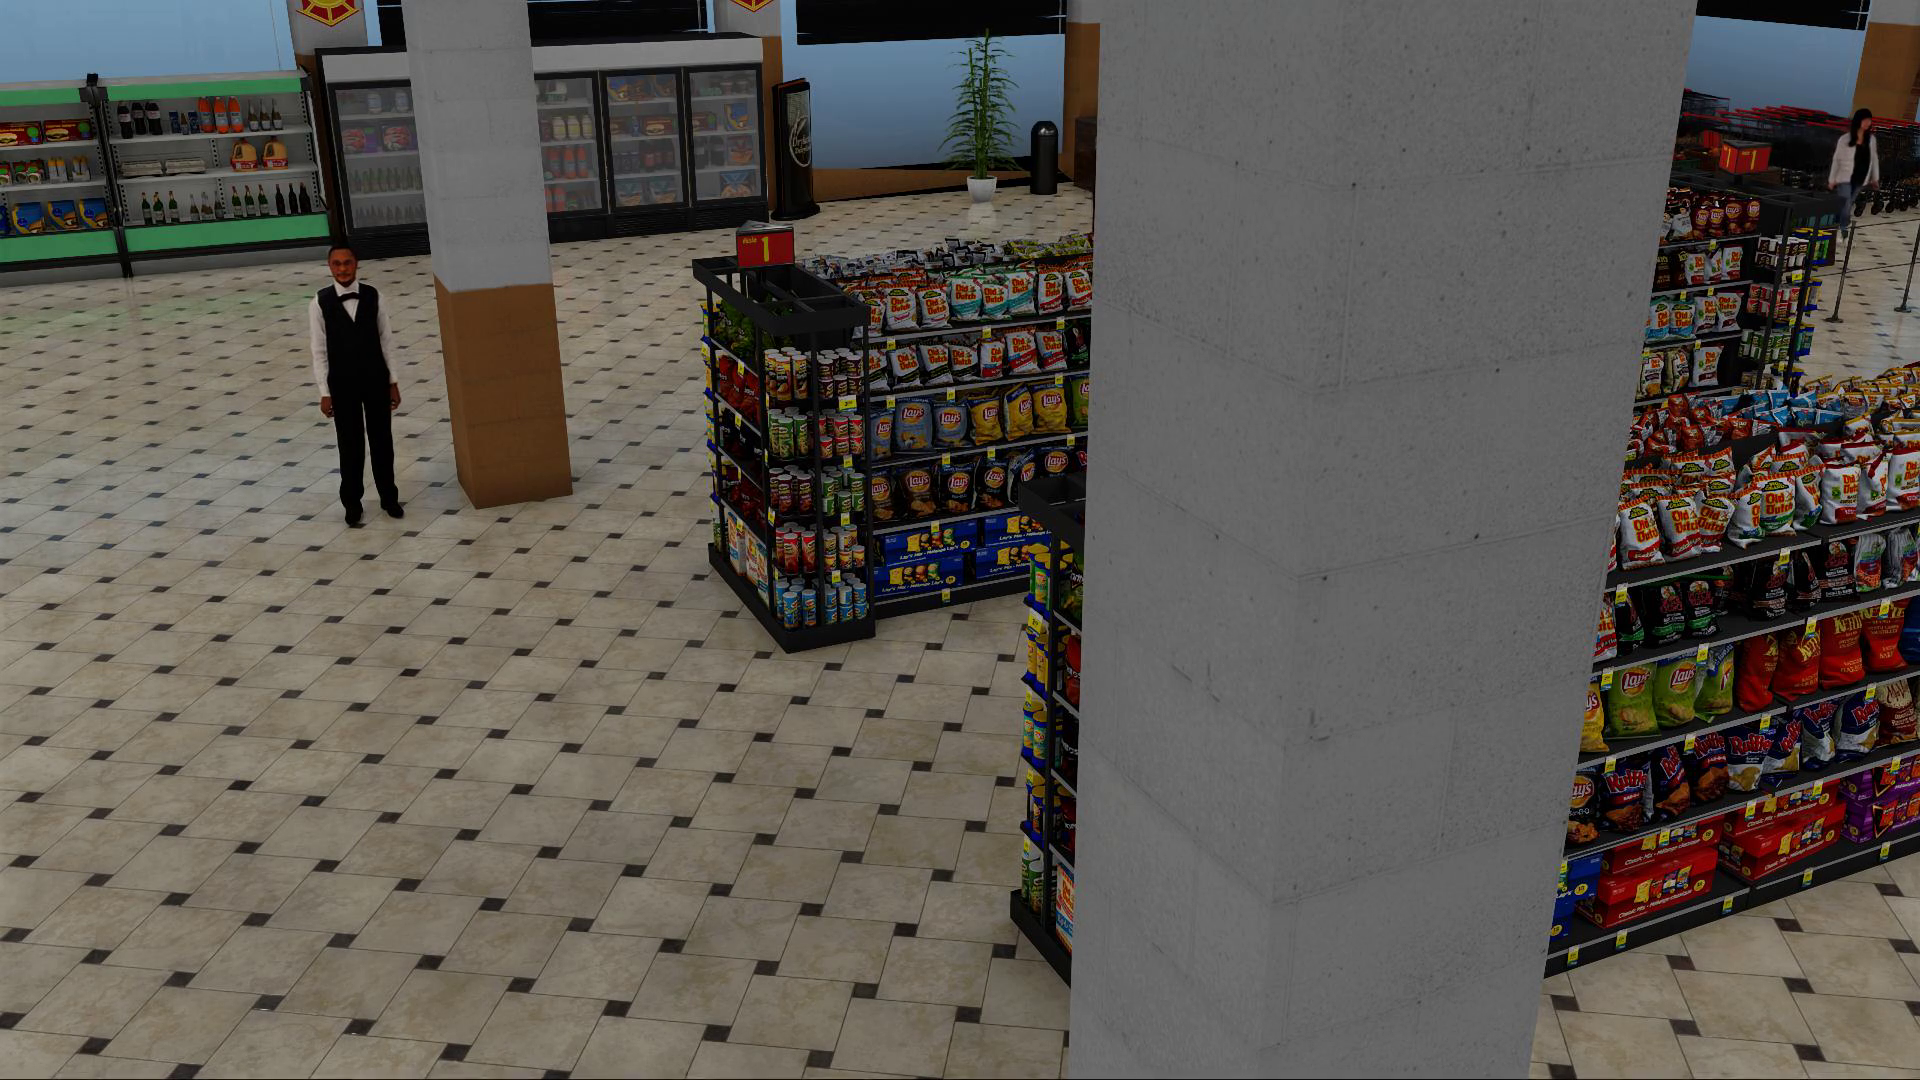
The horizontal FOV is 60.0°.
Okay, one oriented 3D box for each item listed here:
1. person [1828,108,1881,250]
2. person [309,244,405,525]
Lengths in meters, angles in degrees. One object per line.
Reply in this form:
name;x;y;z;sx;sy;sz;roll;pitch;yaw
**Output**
person;10.531;-4.288;19.743;0.990;1.605;0.892;-3;22;-7
person;-4.087;-1.069;11.314;0.509;1.917;0.757;-11;24;-25
